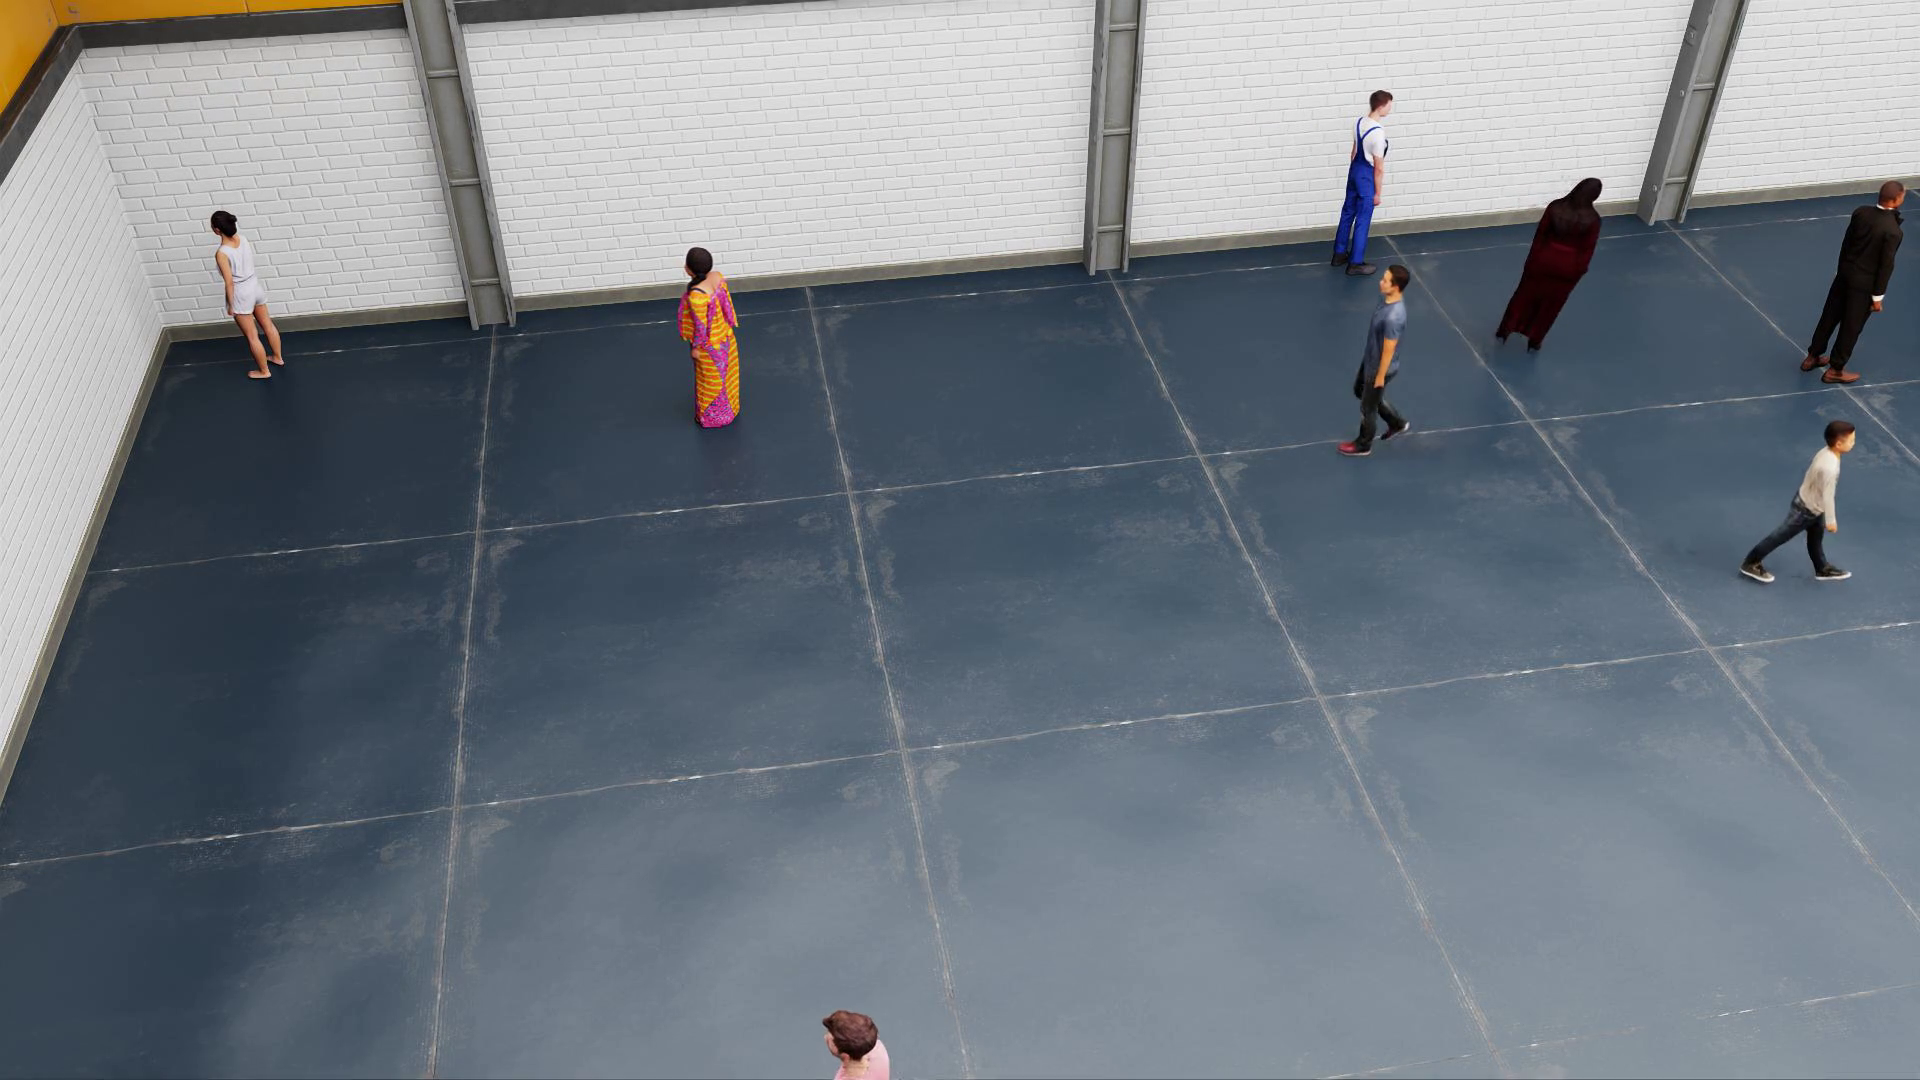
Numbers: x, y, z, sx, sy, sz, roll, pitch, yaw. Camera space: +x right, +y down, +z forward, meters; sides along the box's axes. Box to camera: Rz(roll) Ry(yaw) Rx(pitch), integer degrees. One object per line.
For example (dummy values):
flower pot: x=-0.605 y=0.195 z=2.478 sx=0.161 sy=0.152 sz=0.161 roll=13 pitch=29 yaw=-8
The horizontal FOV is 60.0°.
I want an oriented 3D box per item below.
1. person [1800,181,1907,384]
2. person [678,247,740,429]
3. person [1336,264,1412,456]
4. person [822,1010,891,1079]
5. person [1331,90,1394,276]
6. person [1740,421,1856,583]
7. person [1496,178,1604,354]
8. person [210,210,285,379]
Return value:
person: x=7.870 y=-2.268 z=14.565 sx=0.665 sy=1.905 sz=0.722 roll=-13 pitch=40 yaw=-15
person: x=-2.152 y=-1.753 z=14.097 sx=0.796 sy=1.686 sz=0.762 roll=11 pitch=40 yaw=13
person: x=3.525 y=-1.452 z=13.627 sx=0.906 sy=1.802 sz=0.799 roll=5 pitch=39 yaw=6
person: x=-0.357 y=2.950 z=8.026 sx=1.231 sy=1.913 sz=0.943 roll=8 pitch=39 yaw=10
person: x=3.904 y=-3.474 z=16.120 sx=0.650 sy=1.849 sz=0.683 roll=-15 pitch=41 yaw=-18
person: x=6.261 y=-0.257 z=12.431 sx=1.056 sy=1.427 sz=0.915 roll=17 pitch=42 yaw=20
person: x=5.313 y=-2.437 z=14.928 sx=0.880 sy=1.716 sz=0.983 roll=9 pitch=40 yaw=12
person: x=-6.320 y=-2.180 z=14.695 sx=0.667 sy=1.606 sz=0.650 roll=10 pitch=40 yaw=12
